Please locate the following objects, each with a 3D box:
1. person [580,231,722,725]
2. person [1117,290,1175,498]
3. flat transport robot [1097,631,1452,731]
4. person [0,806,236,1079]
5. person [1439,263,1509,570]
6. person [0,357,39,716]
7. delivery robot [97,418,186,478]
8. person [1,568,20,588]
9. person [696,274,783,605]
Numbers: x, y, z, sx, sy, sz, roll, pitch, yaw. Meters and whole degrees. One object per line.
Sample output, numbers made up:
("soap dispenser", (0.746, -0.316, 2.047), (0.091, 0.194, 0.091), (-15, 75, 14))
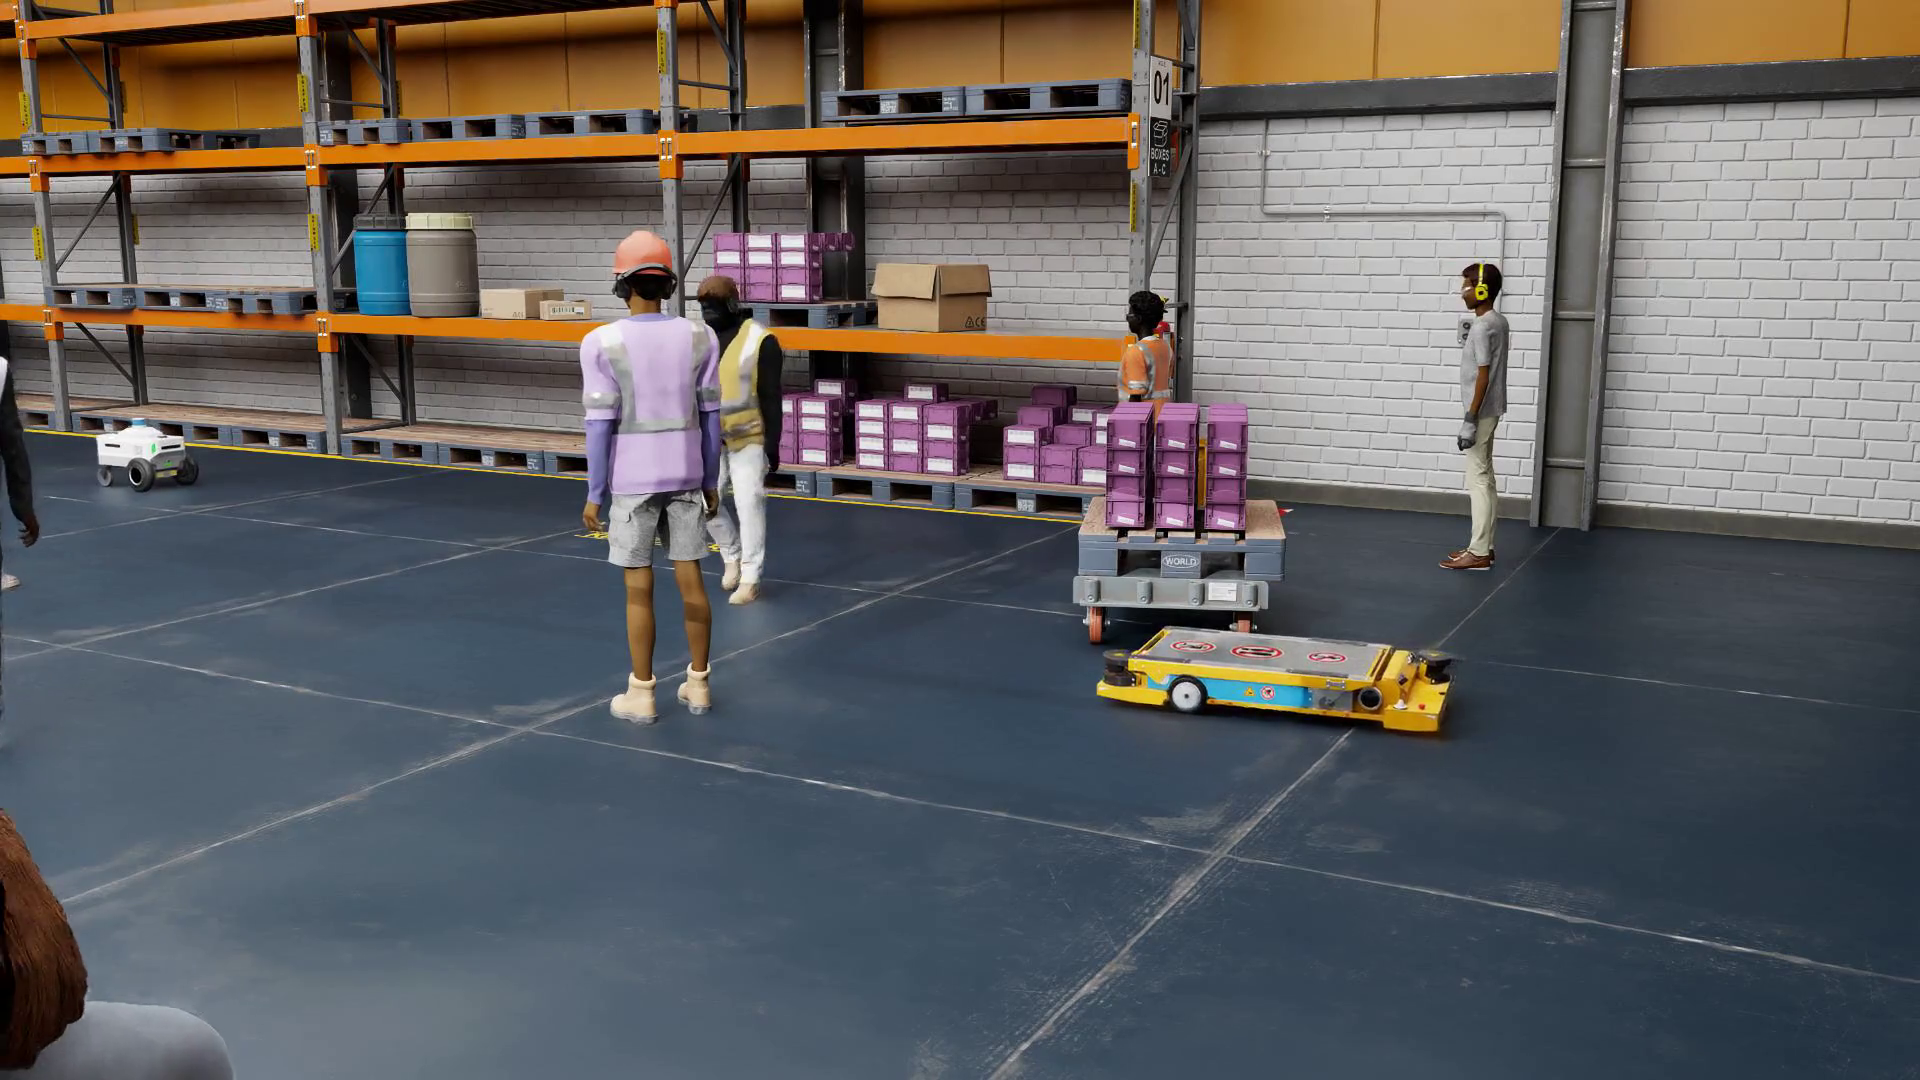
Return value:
("person", (-1.287, -0.252, 6.945), (0.605, 2.045, 0.379), (-7, 12, -32))
("person", (1.132, -0.677, 10.228), (0.319, 1.697, 0.532), (6, 12, 28))
("flat transport robot", (1.373, 0.583, 7.230), (1.431, 0.197, 0.652), (4, 11, 21))
("person", (-0.804, 0.972, 1.415), (0.493, 1.617, 0.502), (10, 14, 44))
("person", (3.153, -0.746, 10.144), (0.329, 1.868, 0.512), (6, 12, 28))
("person", (-3.990, -0.087, 6.521), (0.616, 1.863, 0.977), (-5, 11, -25))
("delivery robot", (-6.631, -0.746, 13.465), (0.707, 0.478, 0.477), (4, 11, 26))
("person", (-5.681, -0.628, 9.450), (0.355, 1.883, 0.573), (6, 12, 30))
("person", (-1.275, -0.556, 9.234), (0.671, 1.821, 0.455), (4, 11, 21))
